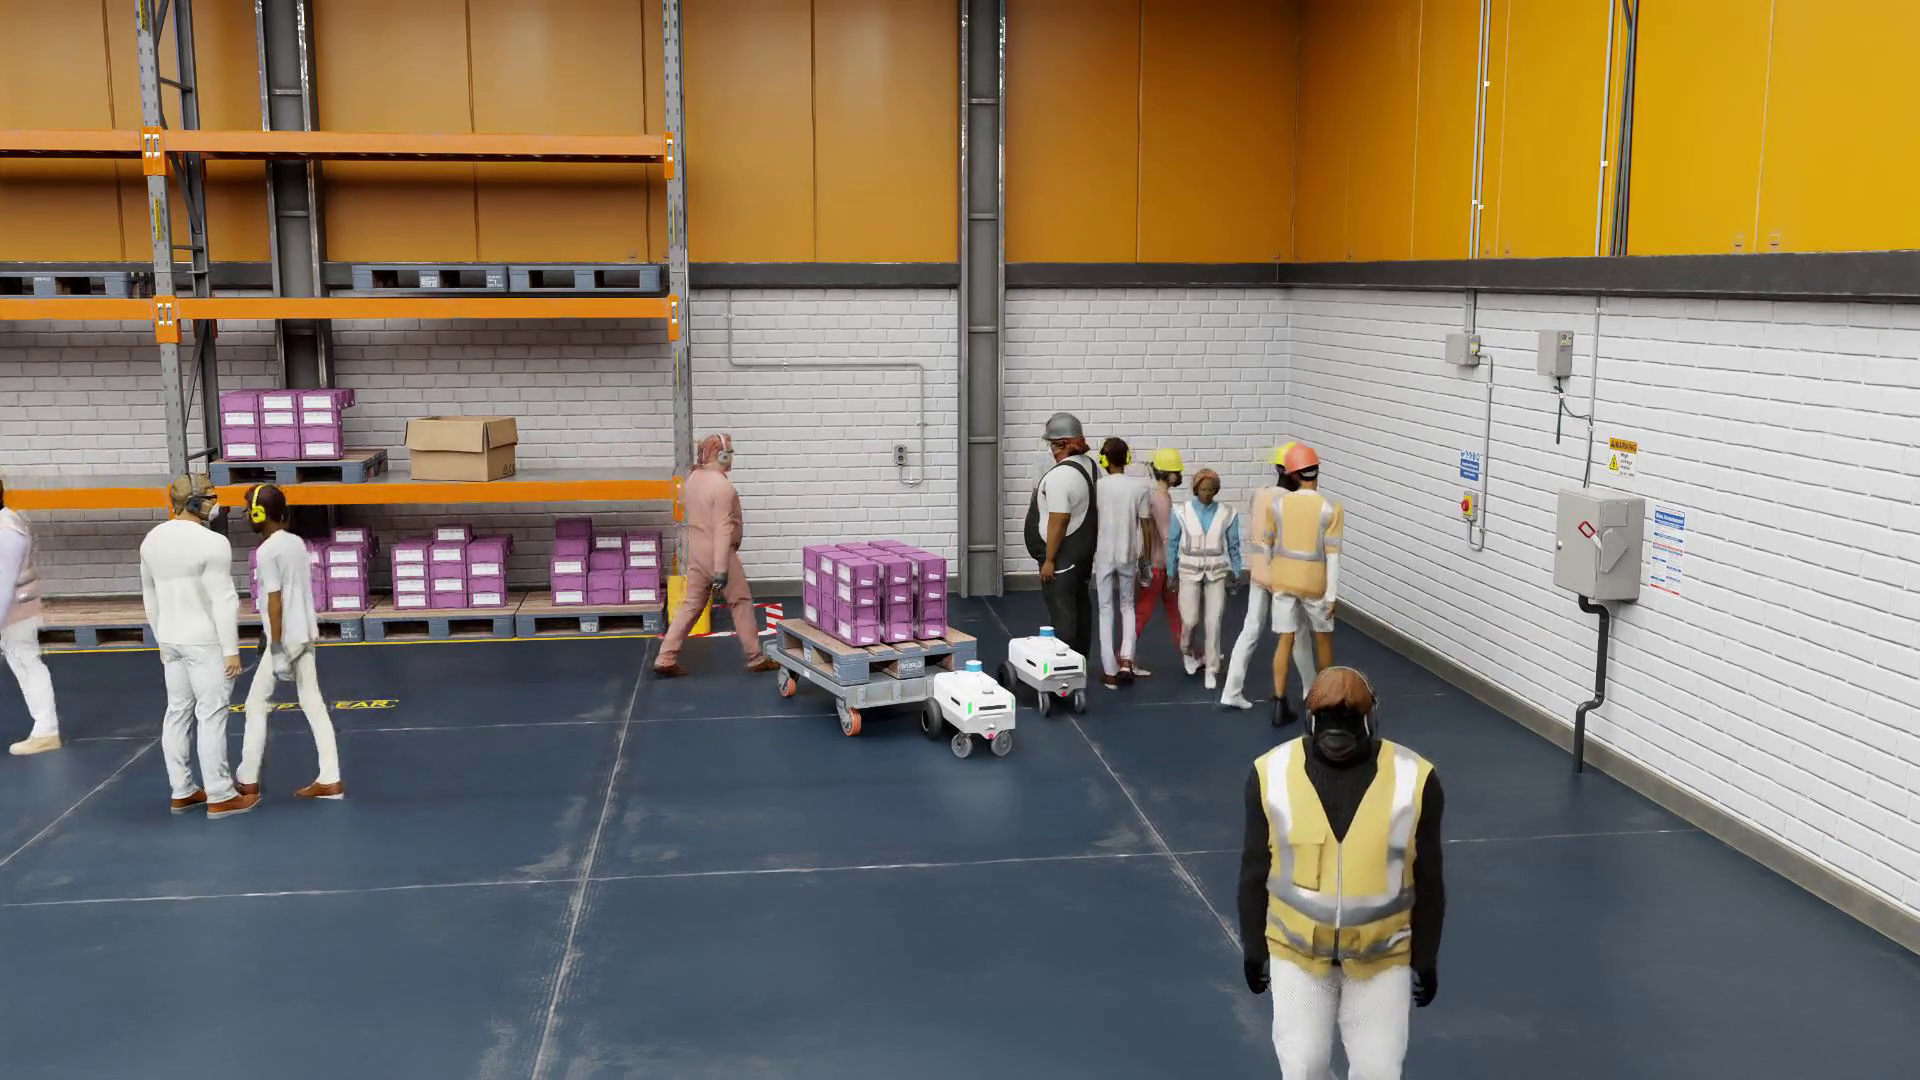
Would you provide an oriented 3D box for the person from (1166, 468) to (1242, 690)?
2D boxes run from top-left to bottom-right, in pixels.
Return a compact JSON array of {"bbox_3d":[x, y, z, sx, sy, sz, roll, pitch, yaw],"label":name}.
[{"bbox_3d":[1.779,0.266,12.215,0.553,1.625,0.438,0,9,1],"label":"person"}]

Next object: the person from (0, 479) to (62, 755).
[{"bbox_3d":[-6.076,0.488,10.283,0.875,1.806,0.660,-9,13,-44],"label":"person"}]

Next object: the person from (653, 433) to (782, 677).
[{"bbox_3d":[-1.857,0.124,12.479,1.003,1.853,0.655,-7,11,-36],"label":"person"}]

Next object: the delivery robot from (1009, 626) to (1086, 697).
[{"bbox_3d":[0.607,0.850,11.646,0.477,0.478,0.707,-3,10,-19],"label":"delivery robot"}]

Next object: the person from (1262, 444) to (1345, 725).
[{"bbox_3d":[2.322,0.296,11.275,0.562,1.884,0.794,4,10,22],"label":"person"}]

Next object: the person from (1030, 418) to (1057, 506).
[{"bbox_3d":[0.864,-0.090,13.910,0.580,1.837,0.759,-3,10,-18],"label":"person"}]

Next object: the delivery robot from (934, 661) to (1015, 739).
[{"bbox_3d":[0.089,1.015,10.618,0.477,0.478,0.707,-3,10,-19],"label":"delivery robot"}]

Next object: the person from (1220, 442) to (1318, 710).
[{"bbox_3d":[2.210,0.253,11.567,0.976,1.874,0.589,-7,11,-37],"label":"person"}]

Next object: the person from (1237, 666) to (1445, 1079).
[{"bbox_3d":[1.193,1.282,5.264,0.646,1.832,0.495,2,9,14],"label":"person"}]

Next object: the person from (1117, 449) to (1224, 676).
[{"bbox_3d":[1.568,0.182,12.478,0.836,1.721,0.539,1,9,4],"label":"person"}]

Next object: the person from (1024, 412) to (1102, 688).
[{"bbox_3d":[0.731,0.073,12.164,0.538,2.000,0.683,5,10,27],"label":"person"}]

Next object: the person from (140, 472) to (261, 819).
[{"bbox_3d":[-4.263,0.587,9.285,0.629,1.936,0.371,4,10,25],"label":"person"}]

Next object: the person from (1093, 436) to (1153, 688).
[{"bbox_3d":[1.129,0.162,12.223,0.542,1.846,0.431,-1,9,-4],"label":"person"}]

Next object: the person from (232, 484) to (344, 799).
[{"bbox_3d":[-3.967,0.597,9.556,0.876,1.823,0.528,1,9,9],"label":"person"}]
